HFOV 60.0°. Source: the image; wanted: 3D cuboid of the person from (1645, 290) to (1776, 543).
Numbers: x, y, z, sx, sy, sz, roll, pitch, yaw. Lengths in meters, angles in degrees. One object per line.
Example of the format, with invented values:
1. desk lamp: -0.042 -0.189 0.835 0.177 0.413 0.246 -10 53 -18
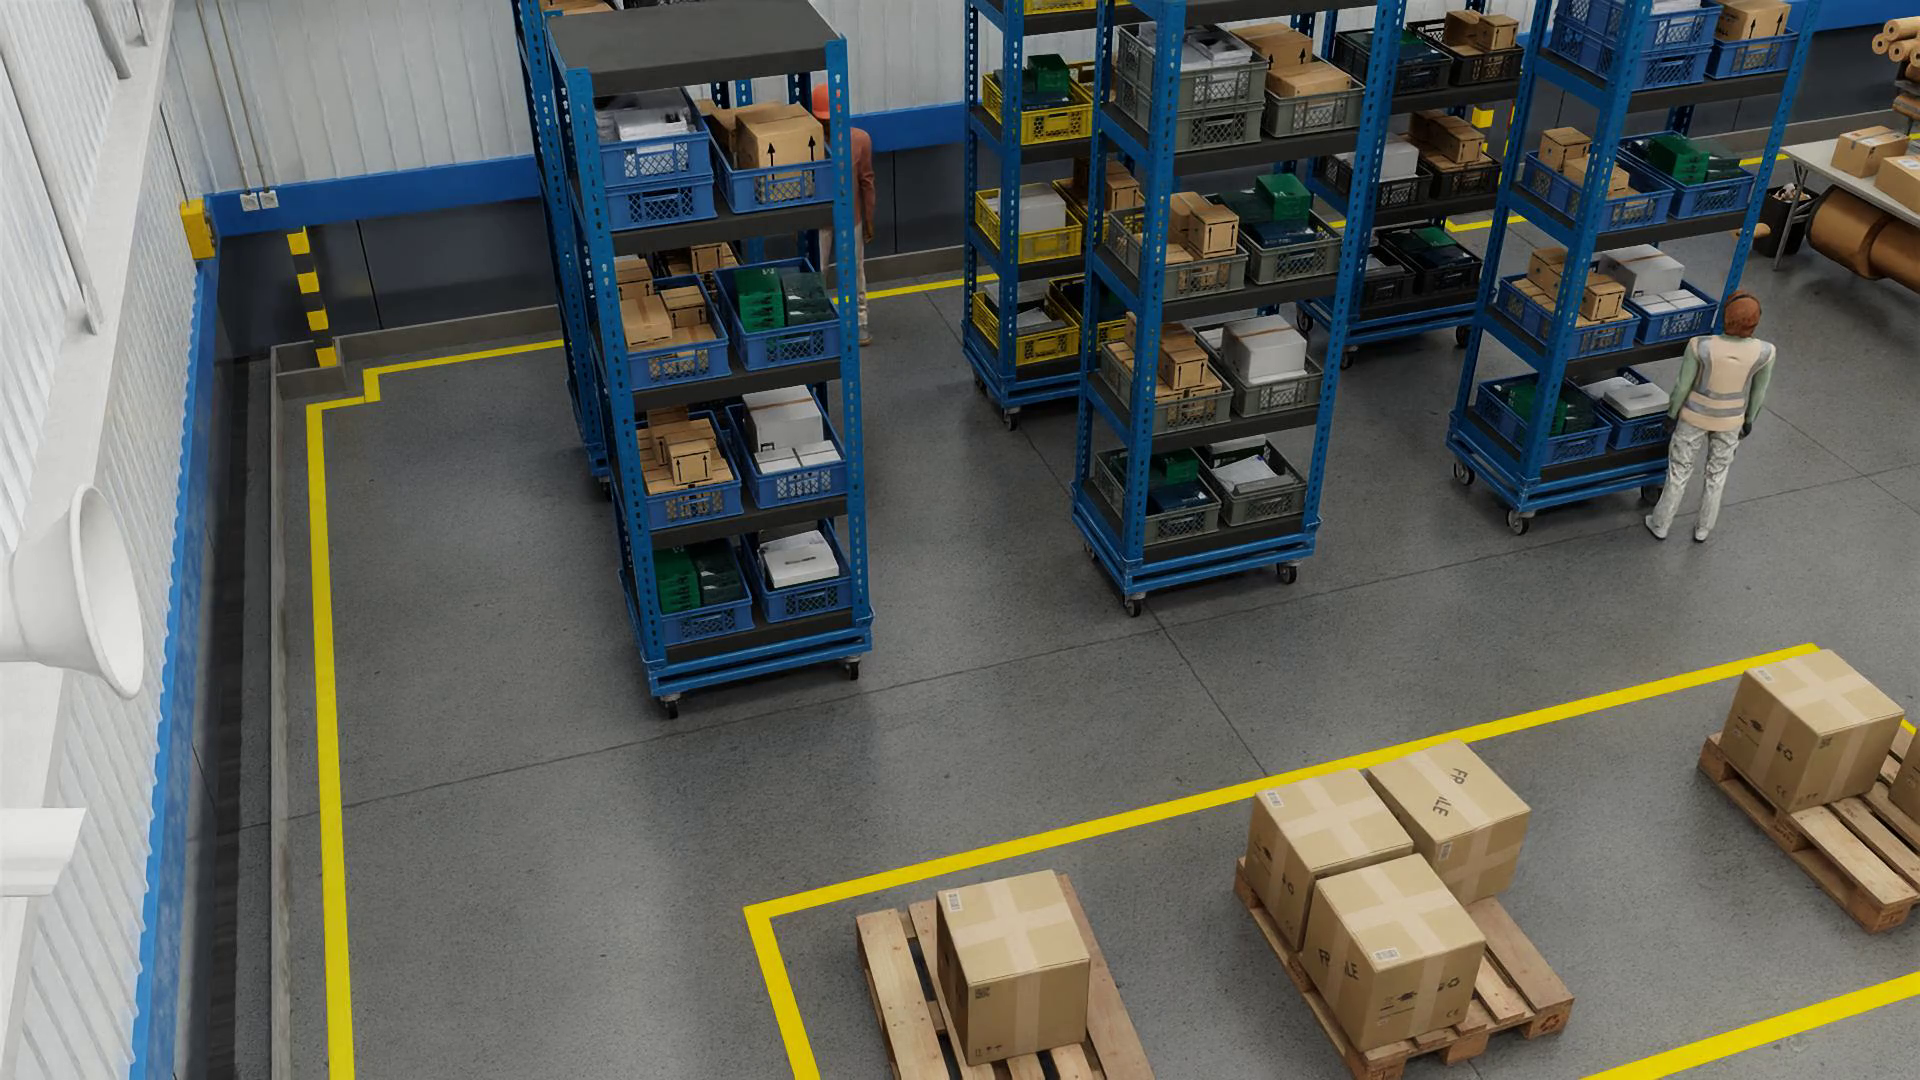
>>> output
1. person: 4.444 -0.711 9.859 0.525 1.639 0.307 5 36 7

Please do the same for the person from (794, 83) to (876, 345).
1. person: -0.899 -2.277 11.790 0.618 1.986 0.409 -7 36 -10
